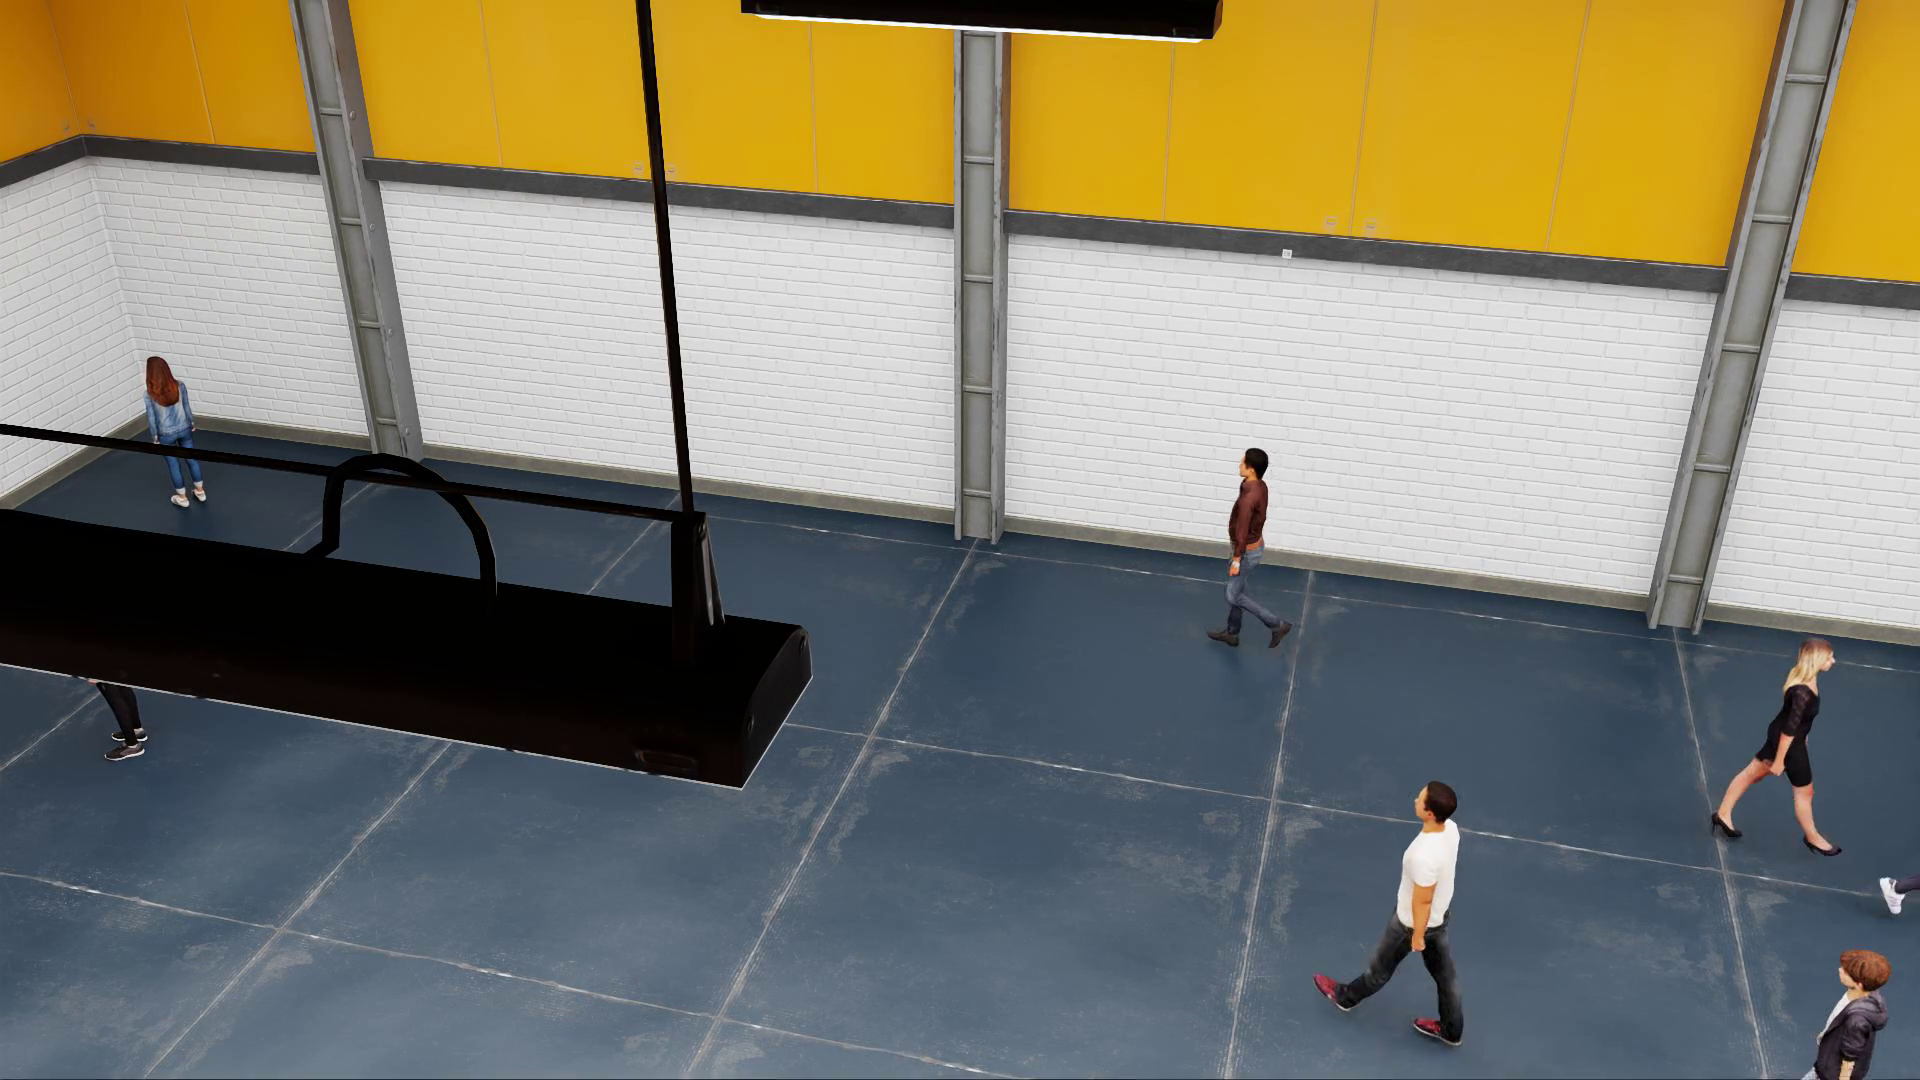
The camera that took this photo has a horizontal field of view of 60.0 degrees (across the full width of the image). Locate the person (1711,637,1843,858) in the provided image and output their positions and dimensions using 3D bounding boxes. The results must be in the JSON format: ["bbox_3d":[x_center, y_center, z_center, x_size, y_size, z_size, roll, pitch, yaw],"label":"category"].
[{"bbox_3d":[5.375,1.360,11.014,1.060,1.629,0.666,11,30,19],"label":"person"}]

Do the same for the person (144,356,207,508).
[{"bbox_3d":[-7.341,-1.024,15.545,0.628,1.475,0.645,-24,37,-37],"label":"person"}]

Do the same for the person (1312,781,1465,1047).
[{"bbox_3d":[2.709,2.159,9.419,1.208,1.764,0.908,19,34,30],"label":"person"}]

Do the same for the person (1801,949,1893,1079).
[{"bbox_3d":[4.655,2.759,8.681,1.037,1.407,0.776,19,34,31],"label":"person"}]

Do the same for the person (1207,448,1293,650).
[{"bbox_3d":[2.342,0.114,13.154,0.908,1.767,0.677,10,30,18],"label":"person"}]
